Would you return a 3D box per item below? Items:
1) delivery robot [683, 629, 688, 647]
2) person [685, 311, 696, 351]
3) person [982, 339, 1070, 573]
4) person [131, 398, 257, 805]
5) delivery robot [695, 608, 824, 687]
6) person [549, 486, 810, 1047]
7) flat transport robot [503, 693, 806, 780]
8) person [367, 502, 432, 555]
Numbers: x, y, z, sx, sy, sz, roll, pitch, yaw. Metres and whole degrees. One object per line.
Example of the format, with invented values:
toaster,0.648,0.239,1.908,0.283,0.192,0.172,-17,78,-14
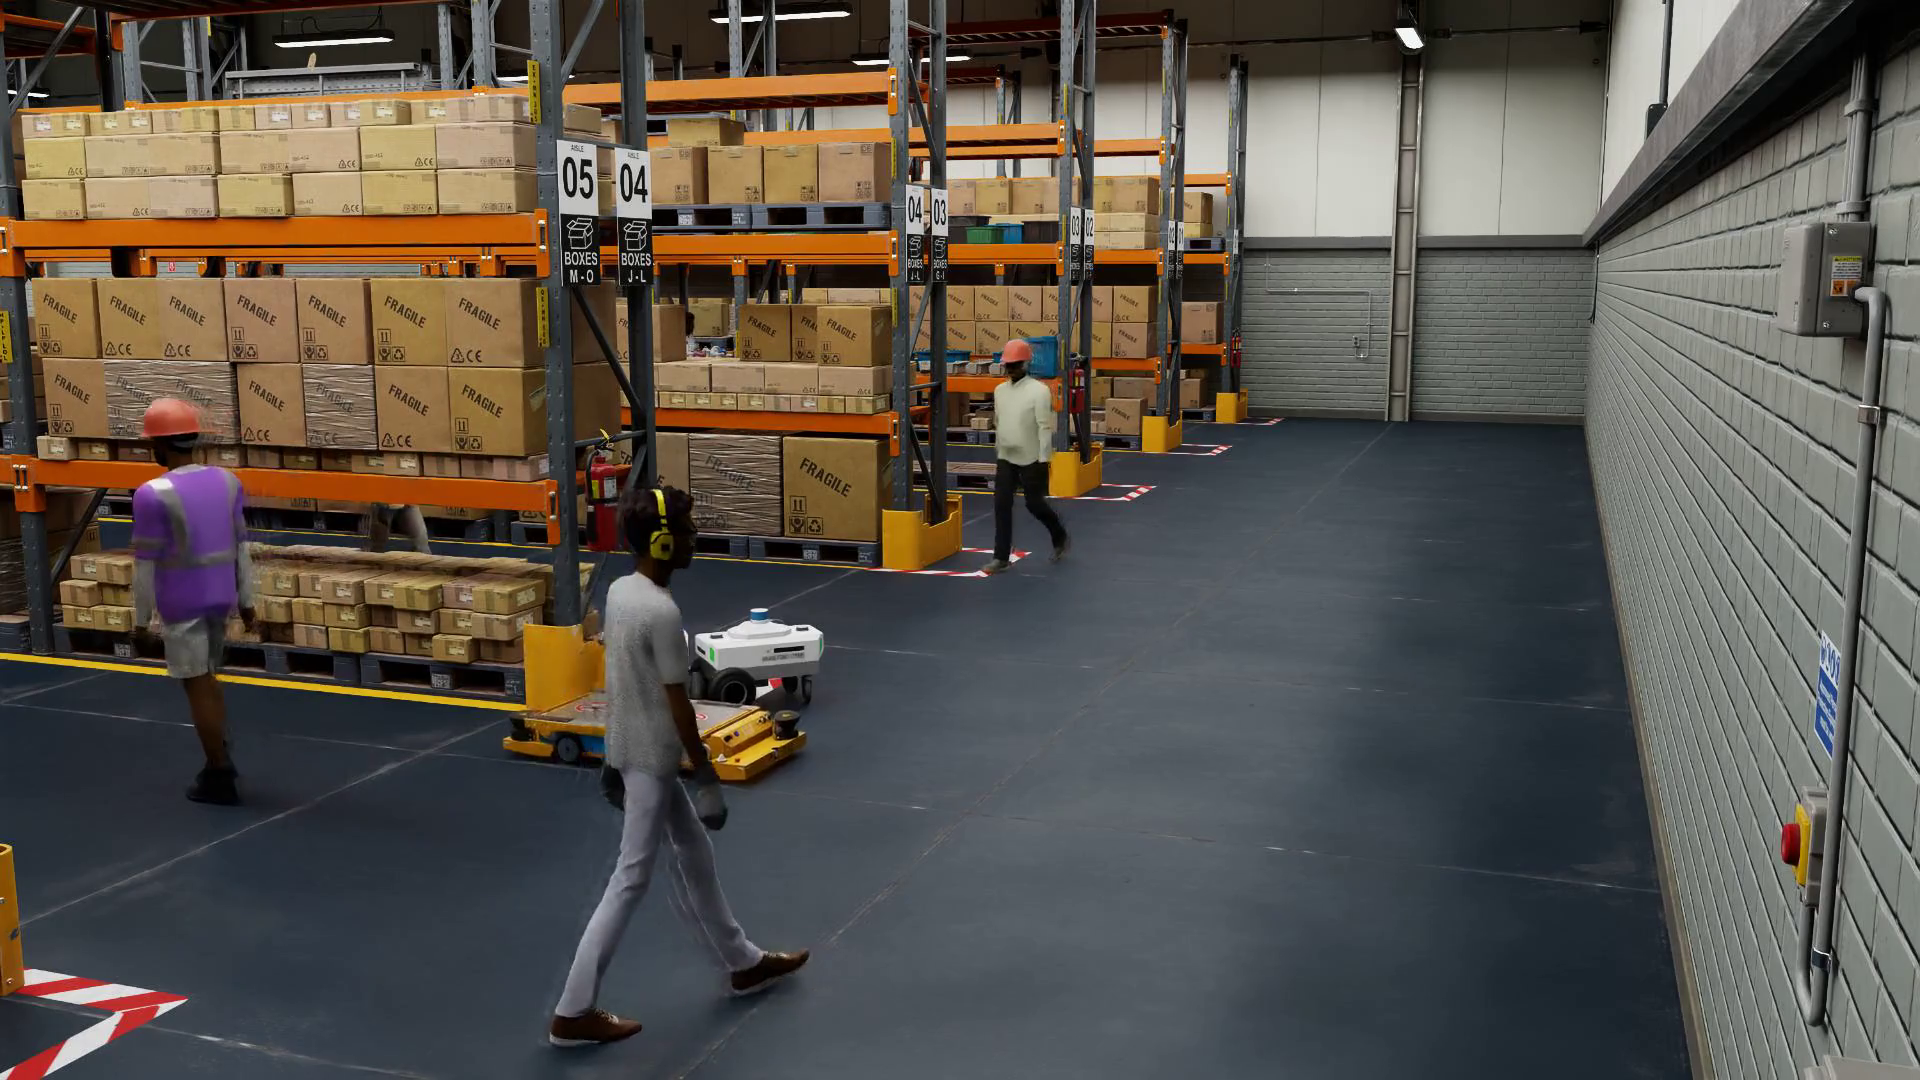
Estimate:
delivery robot,-1.717,0.671,9.463,0.477,0.478,0.707,-1,9,-9
person,-4.015,-2.427,24.762,0.611,1.941,0.631,3,10,17
person,0.565,-0.719,14.049,0.628,1.968,0.860,8,12,41
person,-3.644,0.295,7.822,0.560,1.920,0.555,4,10,25
delivery robot,-1.158,0.640,9.656,0.707,0.478,0.477,-4,10,-24
person,-0.951,0.727,5.491,0.957,1.816,0.533,-4,10,-24
flat transport robot,-1.585,0.992,8.634,1.431,0.197,0.652,4,10,22
person,-4.106,-0.246,12.243,0.856,1.593,0.539,5,10,28
